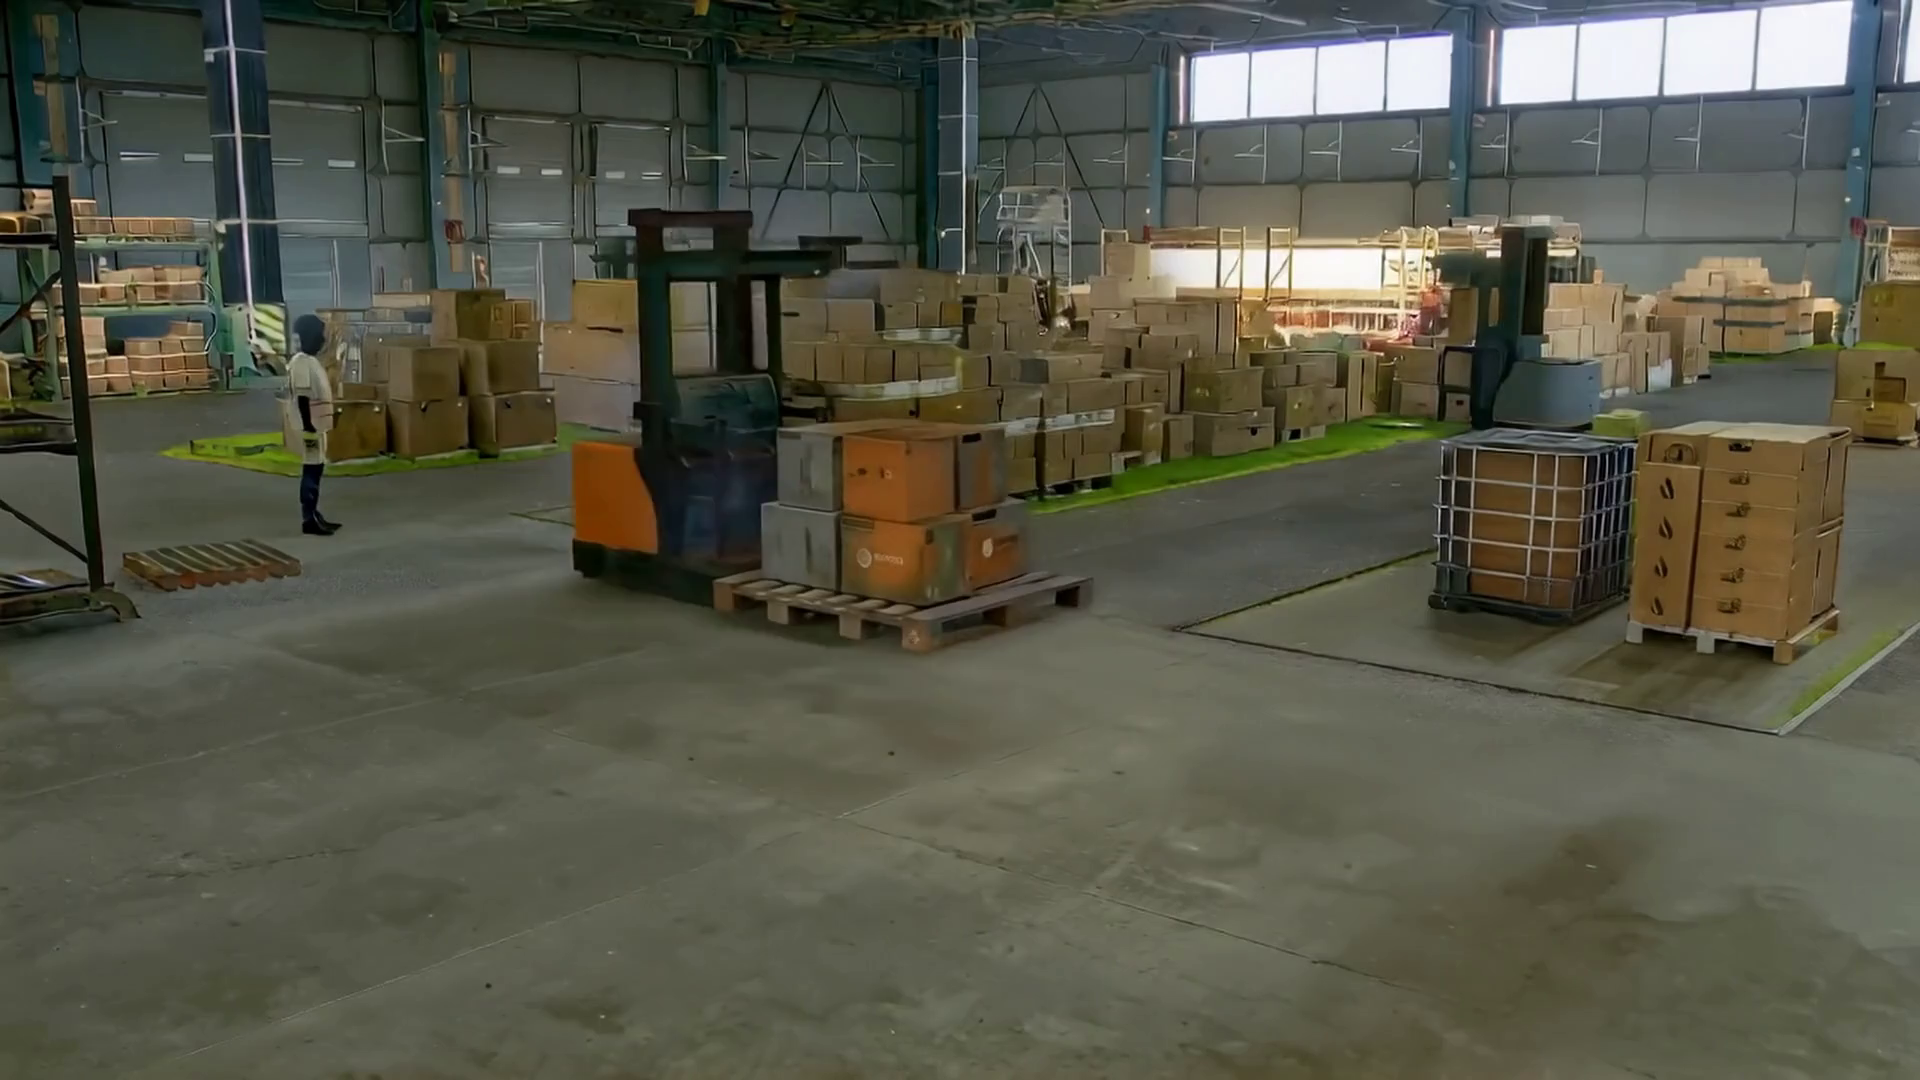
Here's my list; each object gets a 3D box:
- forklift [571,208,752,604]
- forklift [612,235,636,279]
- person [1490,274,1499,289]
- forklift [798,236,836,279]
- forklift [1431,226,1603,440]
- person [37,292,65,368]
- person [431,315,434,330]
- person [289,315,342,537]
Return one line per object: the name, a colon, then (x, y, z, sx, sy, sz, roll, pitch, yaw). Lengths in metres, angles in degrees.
forklift: (-1.981, -1.060, 12.428, 1.873, 2.768, 1.129, 8, 13, 40)
forklift: (-7.300, -5.450, 37.421, 1.873, 2.768, 1.129, 8, 13, 40)
person: (12.838, -5.369, 39.695, 0.664, 1.924, 0.533, 2, 10, 9)
forklift: (-3.360, -5.810, 39.471, 1.873, 2.768, 1.129, 10, 14, 44)
forklift: (7.335, -2.689, 21.699, 1.873, 2.768, 1.129, 8, 13, 40)
person: (-17.001, -3.885, 31.203, 0.552, 1.932, 0.377, 4, 11, 23)
person: (-8.185, -3.020, 26.531, 0.345, 1.846, 0.507, 3, 10, 17)
person: (-5.727, -1.010, 14.739, 0.361, 1.963, 0.618, -2, 10, -12)
